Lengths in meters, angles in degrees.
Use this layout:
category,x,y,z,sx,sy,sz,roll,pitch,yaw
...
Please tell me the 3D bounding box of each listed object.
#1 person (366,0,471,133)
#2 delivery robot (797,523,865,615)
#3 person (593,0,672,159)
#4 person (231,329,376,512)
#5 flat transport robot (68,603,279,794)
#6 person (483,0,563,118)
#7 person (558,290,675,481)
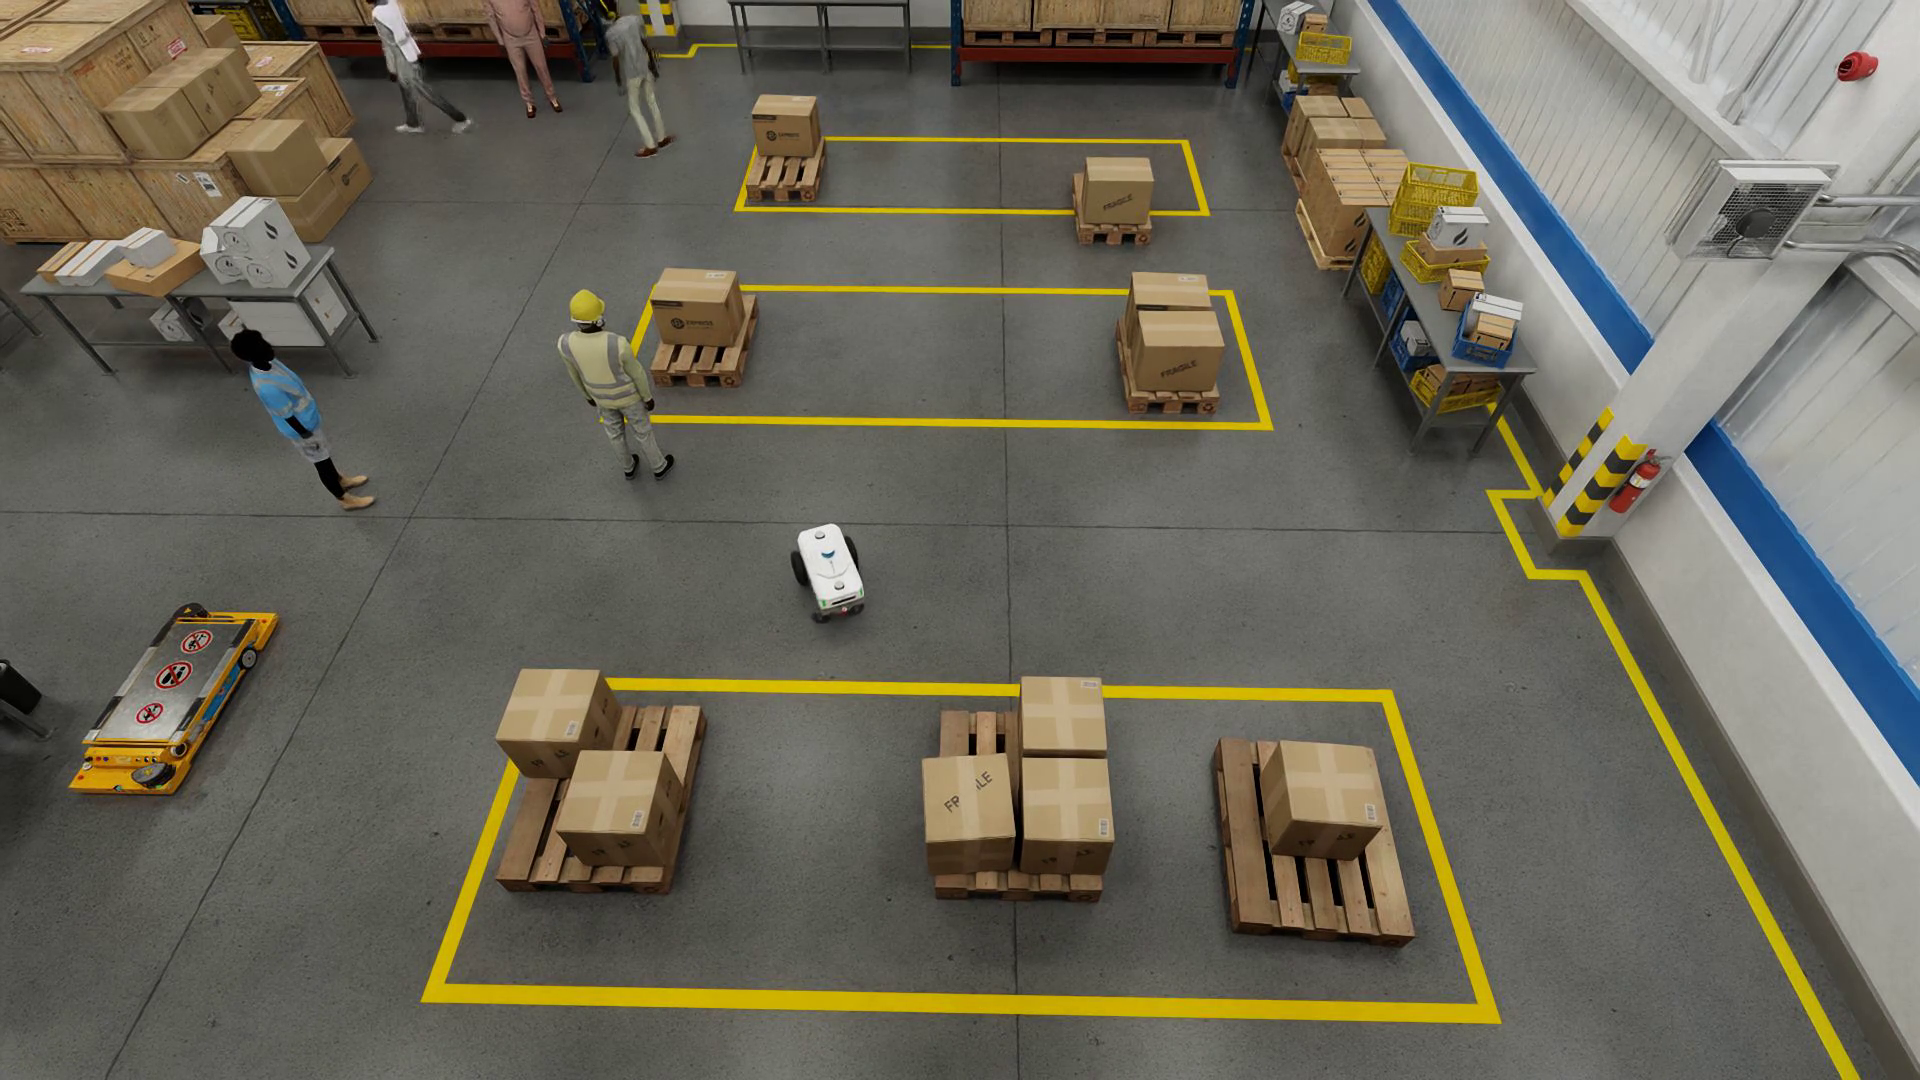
category,x,y,z,sx,sy,sz,roll,pitch,yaw
person,-6.892,-5.997,11.383,0.967,1.873,0.598,-8,50,-7
delivery robot,-0.977,0.216,6.923,0.477,0.478,0.707,-17,52,-14
person,-3.911,-5.613,11.087,0.332,1.835,0.660,32,57,24
person,-5.168,-0.930,7.207,0.317,1.695,0.540,-26,54,-20
flat transport robot,-5.504,1.072,6.442,0.652,0.197,1.431,1,50,1
person,-5.620,-6.448,11.741,0.643,1.910,0.400,-18,52,-15
person,-2.747,-1.195,7.344,0.586,1.833,0.403,3,50,3
